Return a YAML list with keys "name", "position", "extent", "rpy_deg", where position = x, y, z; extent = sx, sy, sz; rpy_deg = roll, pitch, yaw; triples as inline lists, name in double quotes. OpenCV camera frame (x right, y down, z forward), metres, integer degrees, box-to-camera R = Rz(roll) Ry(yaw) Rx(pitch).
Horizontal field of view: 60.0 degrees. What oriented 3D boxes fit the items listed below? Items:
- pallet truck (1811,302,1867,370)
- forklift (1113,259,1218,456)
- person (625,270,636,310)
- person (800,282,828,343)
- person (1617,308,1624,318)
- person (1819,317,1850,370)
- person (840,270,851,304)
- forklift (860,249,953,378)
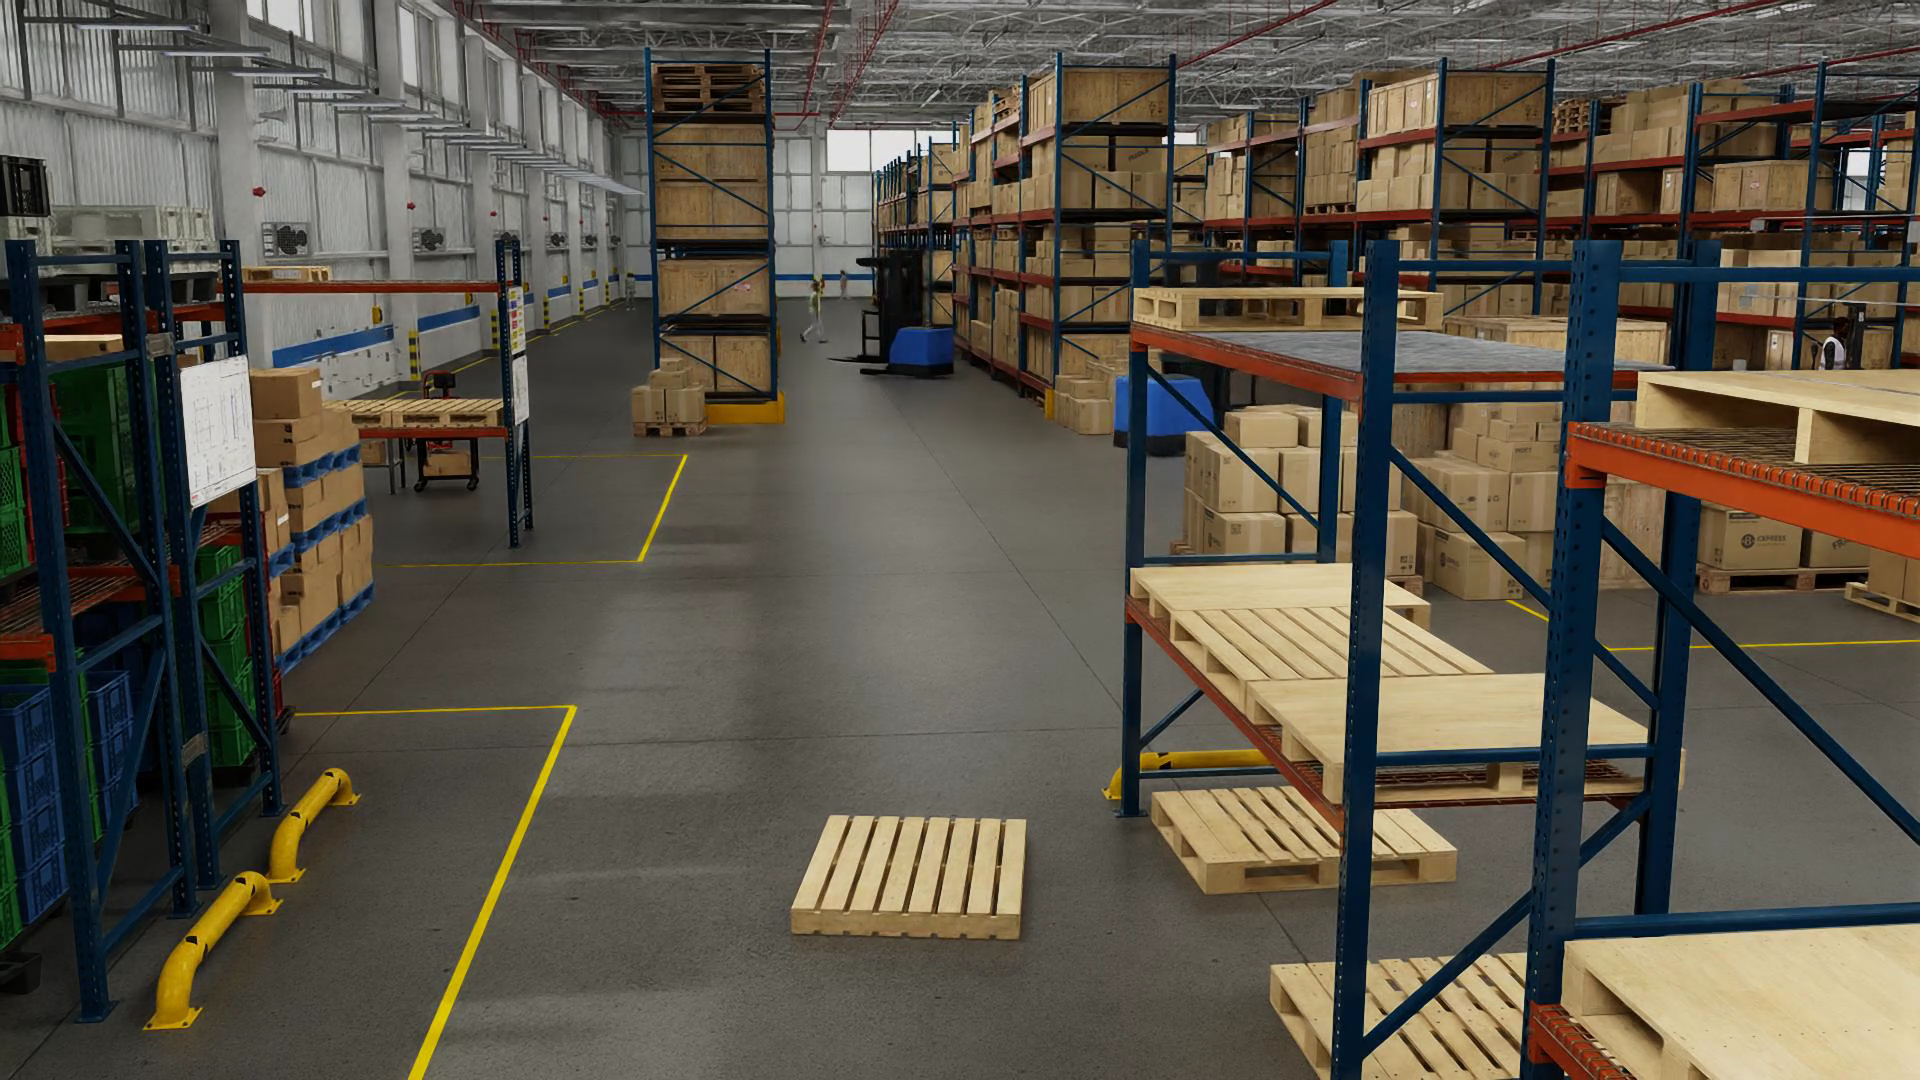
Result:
- name: "pallet truck"
  position: [15.846, -3.142, 28.793]
  extent: [1.885, 1.965, 0.823]
  rpy_deg: [2, 10, 12]
- name: "forklift"
  position: [3.239, -2.684, 23.806]
  extent: [1.873, 2.768, 1.129]
  rpy_deg: [-6, 12, -30]
- name: "person"
  position: [-14.252, -10.798, 71.910]
  extent: [0.493, 1.746, 0.282]
  rpy_deg: [-8, 13, -38]
- name: "person"
  position: [-4.294, -6.678, 48.891]
  extent: [0.757, 1.820, 0.571]
  rpy_deg: [-2, 10, -9]
- name: "person"
  position: [11.600, -3.189, 29.486]
  extent: [0.621, 1.845, 0.429]
  rpy_deg: [10, 14, 43]
- name: "person"
  position: [12.953, -2.359, 24.710]
  extent: [0.393, 1.911, 0.589]
  rpy_deg: [9, 14, 41]
- name: "person"
  position: [-5.456, -11.977, 78.777]
  extent: [0.531, 1.630, 0.516]
  rpy_deg: [0, 10, 2]
- name: "forklift"
  position: [-1.169, -5.055, 36.941]
  extent: [1.873, 2.768, 1.129]
  rpy_deg: [7, 13, 36]
